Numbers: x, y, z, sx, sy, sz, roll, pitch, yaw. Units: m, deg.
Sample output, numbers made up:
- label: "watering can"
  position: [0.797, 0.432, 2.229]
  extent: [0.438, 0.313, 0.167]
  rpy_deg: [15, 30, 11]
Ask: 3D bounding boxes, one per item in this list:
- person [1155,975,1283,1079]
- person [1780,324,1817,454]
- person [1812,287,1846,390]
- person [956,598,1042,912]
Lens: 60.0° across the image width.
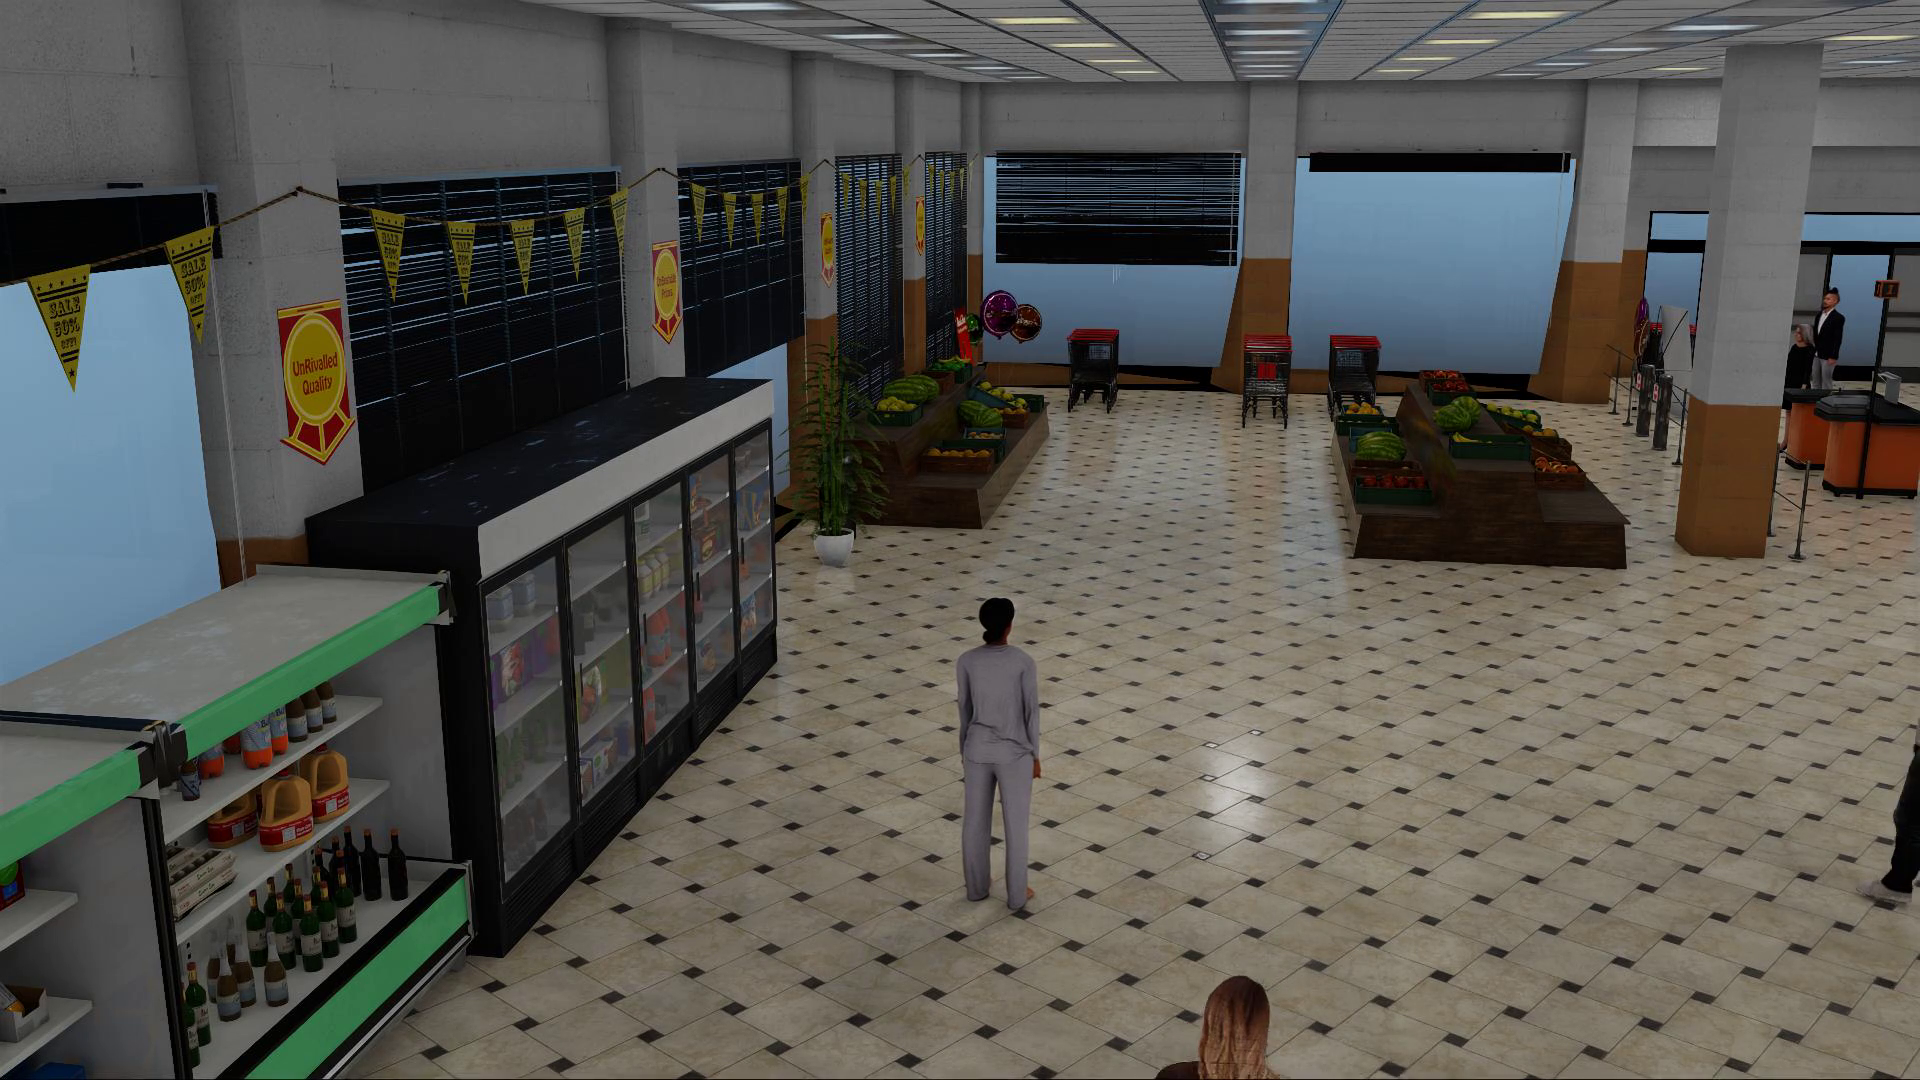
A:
- label: "person"
  position: [0.762, 2.192, 4.996]
  extent: [0.667, 1.657, 1.039]
  rpy_deg: [1, 14, 2]
- label: "person"
  position: [11.116, -2.006, 22.113]
  extent: [0.739, 1.747, 0.627]
  rpy_deg: [-3, 14, -13]
- label: "person"
  position: [13.090, -2.843, 25.140]
  extent: [0.845, 1.948, 0.684]
  rpy_deg: [-3, 14, -11]
- label: "person"
  position: [0.207, 1.160, 9.087]
  extent: [0.663, 1.735, 0.613]
  rpy_deg: [5, 15, 20]
